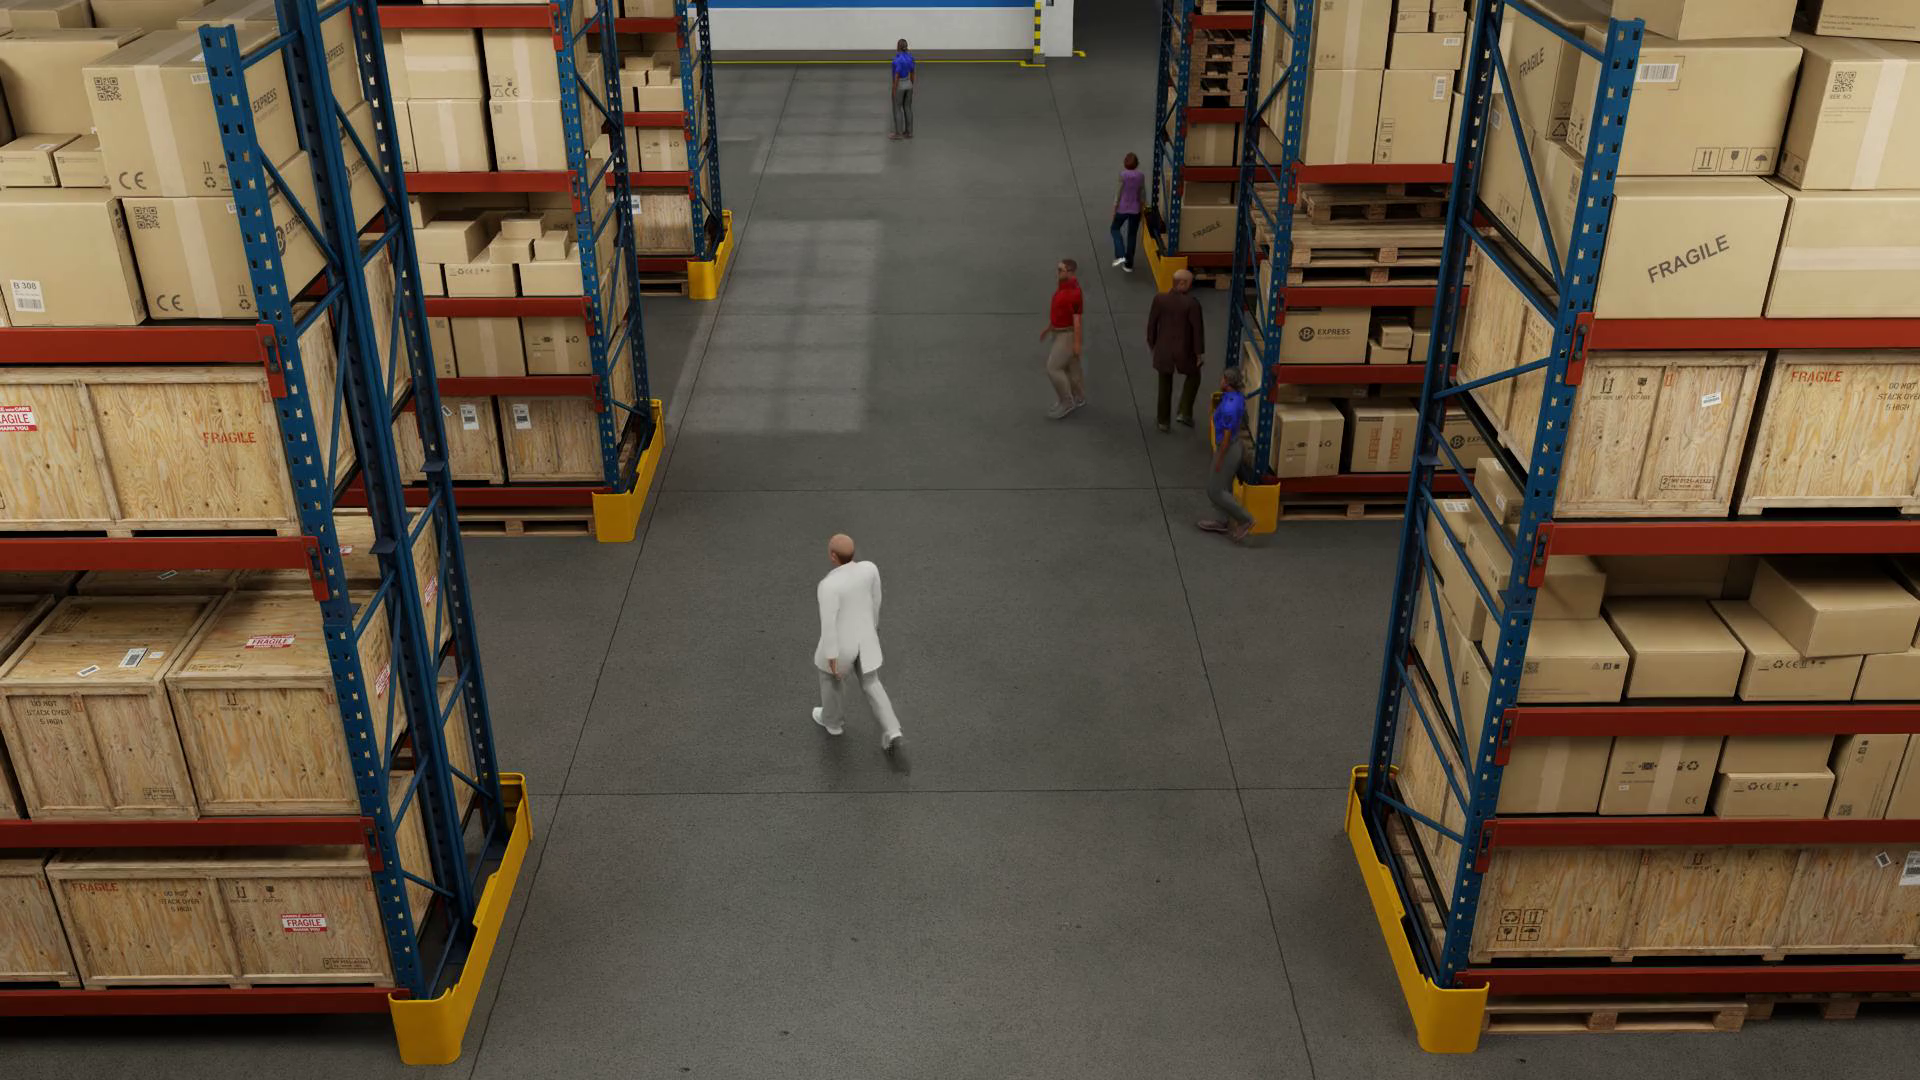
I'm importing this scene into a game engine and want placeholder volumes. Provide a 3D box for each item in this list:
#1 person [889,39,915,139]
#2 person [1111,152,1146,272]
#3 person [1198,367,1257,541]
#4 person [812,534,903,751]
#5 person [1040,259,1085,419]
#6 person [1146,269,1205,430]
[{"bbox_3d":[-1.004,-7.699,28.342,0.346,1.659,0.440,25,37,38],"label":"person"},{"bbox_3d":[2.245,-4.376,22.185,0.470,1.596,0.446,-4,28,-7],"label":"person"},{"bbox_3d":[2.547,-0.798,15.472,0.584,1.652,0.485,9,30,16],"label":"person"},{"bbox_3d":[-0.797,0.770,12.483,0.577,1.755,0.977,-18,33,-30],"label":"person"},{"bbox_3d":[1.135,-2.198,18.021,0.528,1.748,0.542,-2,28,-4],"label":"person"},{"bbox_3d":[2.278,-2.014,17.599,0.656,1.786,0.490,8,29,14],"label":"person"}]
